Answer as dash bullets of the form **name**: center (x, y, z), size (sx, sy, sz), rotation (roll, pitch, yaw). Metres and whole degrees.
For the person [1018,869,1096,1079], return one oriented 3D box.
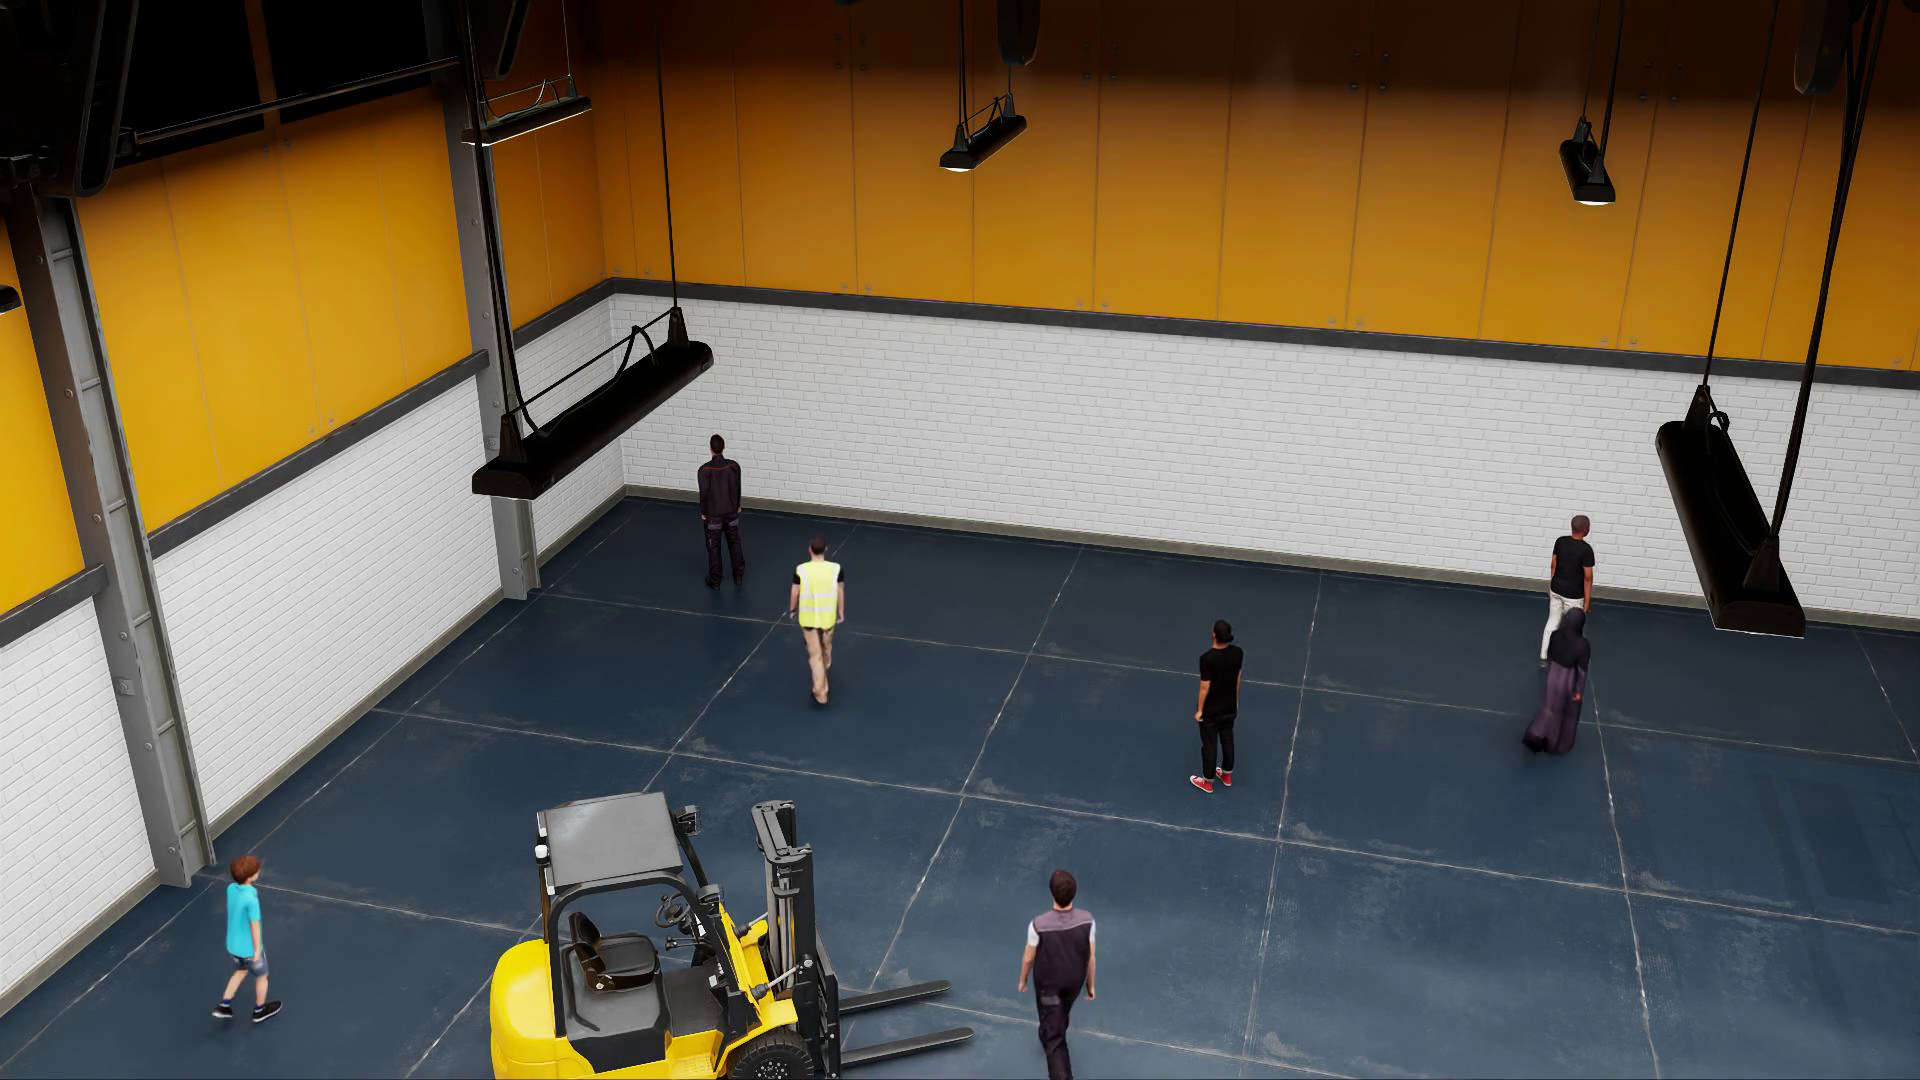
- **person**: center (0.726, 3.220, 11.820), size (1.057, 1.803, 1.302), rotation (-5, 24, -12)

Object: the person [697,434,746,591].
- **person**: center (-2.853, -0.346, 19.840), size (0.776, 1.913, 0.820), rotation (-11, 26, -24)

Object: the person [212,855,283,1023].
- **person**: center (-5.486, 3.076, 12.633), size (0.696, 1.416, 0.836), rotation (16, 28, 32)

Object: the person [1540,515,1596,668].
- **person**: center (6.536, 0.569, 17.883), size (0.801, 1.804, 0.756), rotation (-15, 28, -31)

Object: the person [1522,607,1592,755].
- **person**: center (5.847, 1.397, 16.239), size (1.005, 1.604, 0.879), rotation (-19, 30, -37)

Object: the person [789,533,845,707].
- **person**: center (-1.467, 0.849, 17.247), size (1.122, 1.801, 1.280), rotation (-8, 25, -17)

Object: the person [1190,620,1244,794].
- **person**: center (2.435, 1.555, 15.685), size (0.709, 1.758, 0.764), rotation (-12, 26, -26)
